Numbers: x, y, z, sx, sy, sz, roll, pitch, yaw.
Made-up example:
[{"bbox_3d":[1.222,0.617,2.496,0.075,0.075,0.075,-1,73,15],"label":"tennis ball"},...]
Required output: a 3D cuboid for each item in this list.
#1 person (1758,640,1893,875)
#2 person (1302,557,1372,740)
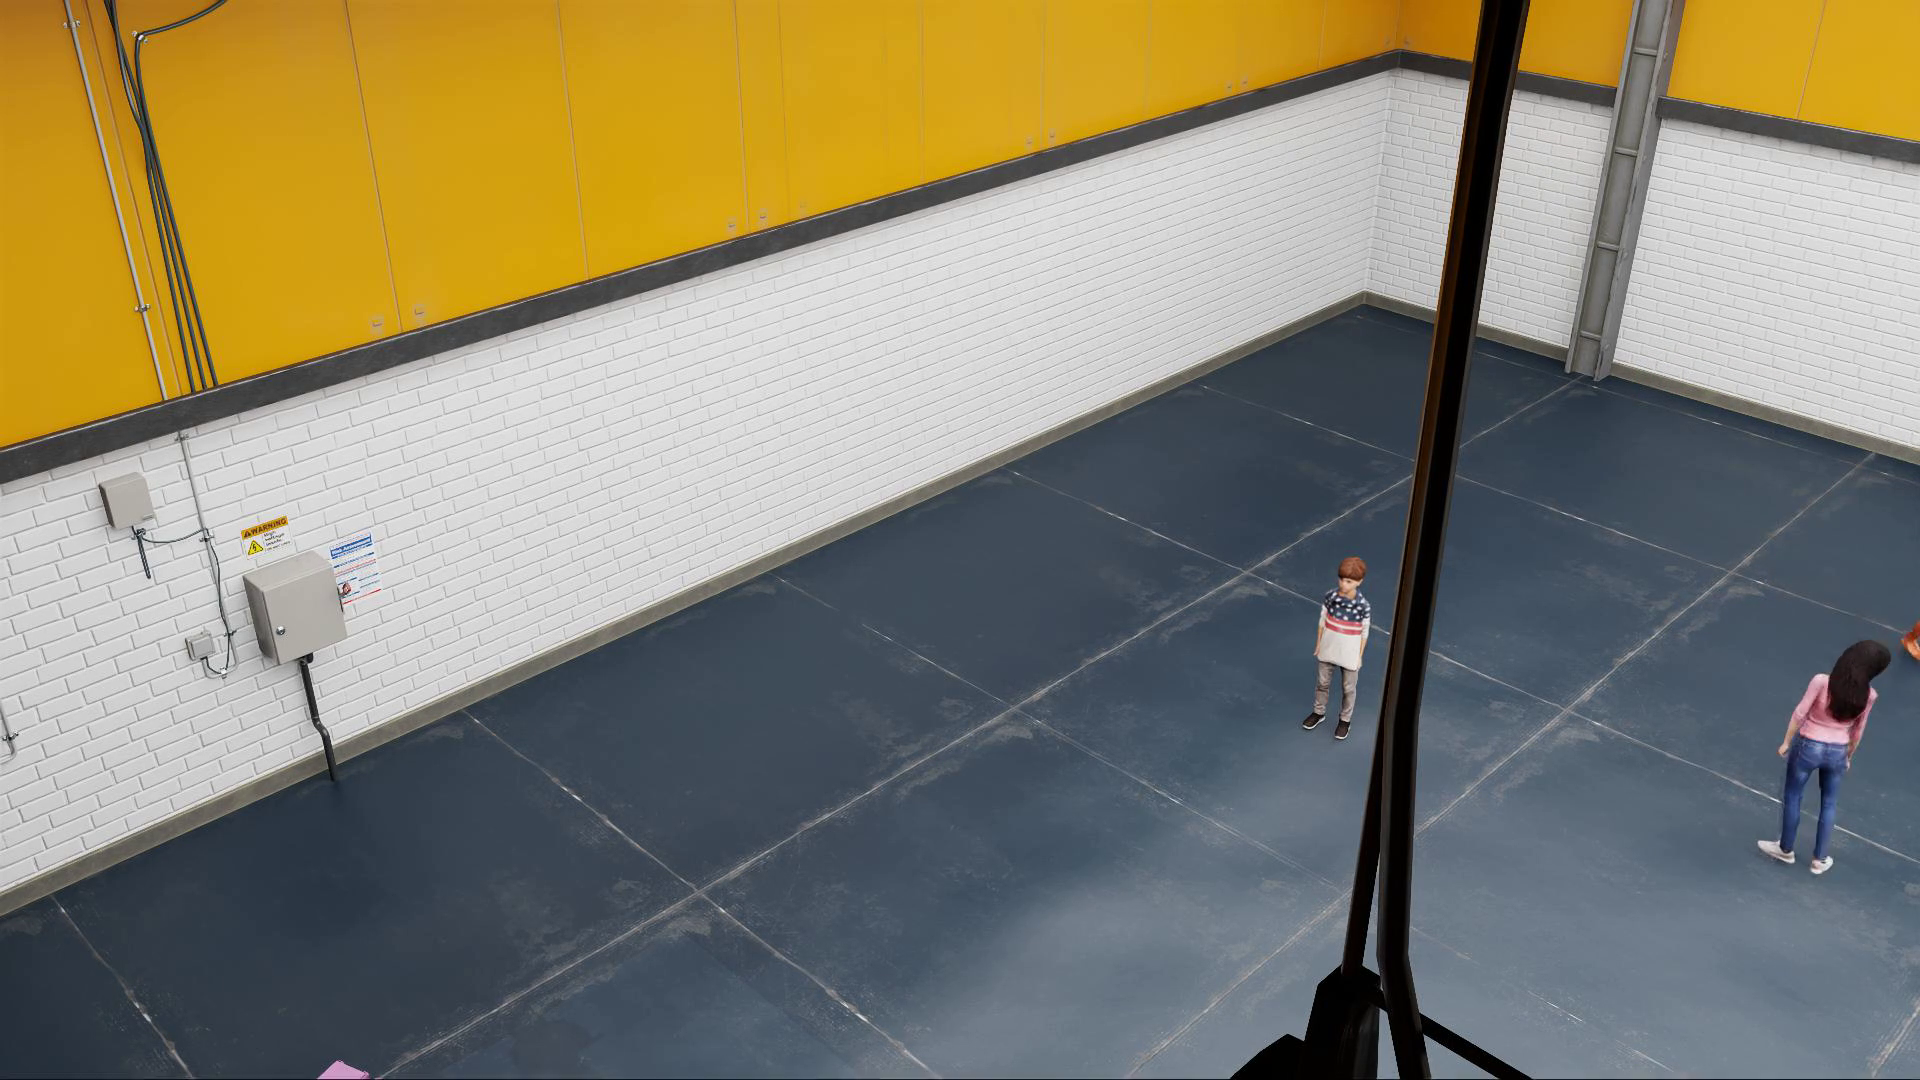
[{"bbox_3d":[5.520,1.370,10.743,0.719,1.720,0.805,-4,29,-7],"label":"person"},{"bbox_3d":[2.781,0.768,12.140,0.495,1.439,0.621,16,32,27],"label":"person"}]
